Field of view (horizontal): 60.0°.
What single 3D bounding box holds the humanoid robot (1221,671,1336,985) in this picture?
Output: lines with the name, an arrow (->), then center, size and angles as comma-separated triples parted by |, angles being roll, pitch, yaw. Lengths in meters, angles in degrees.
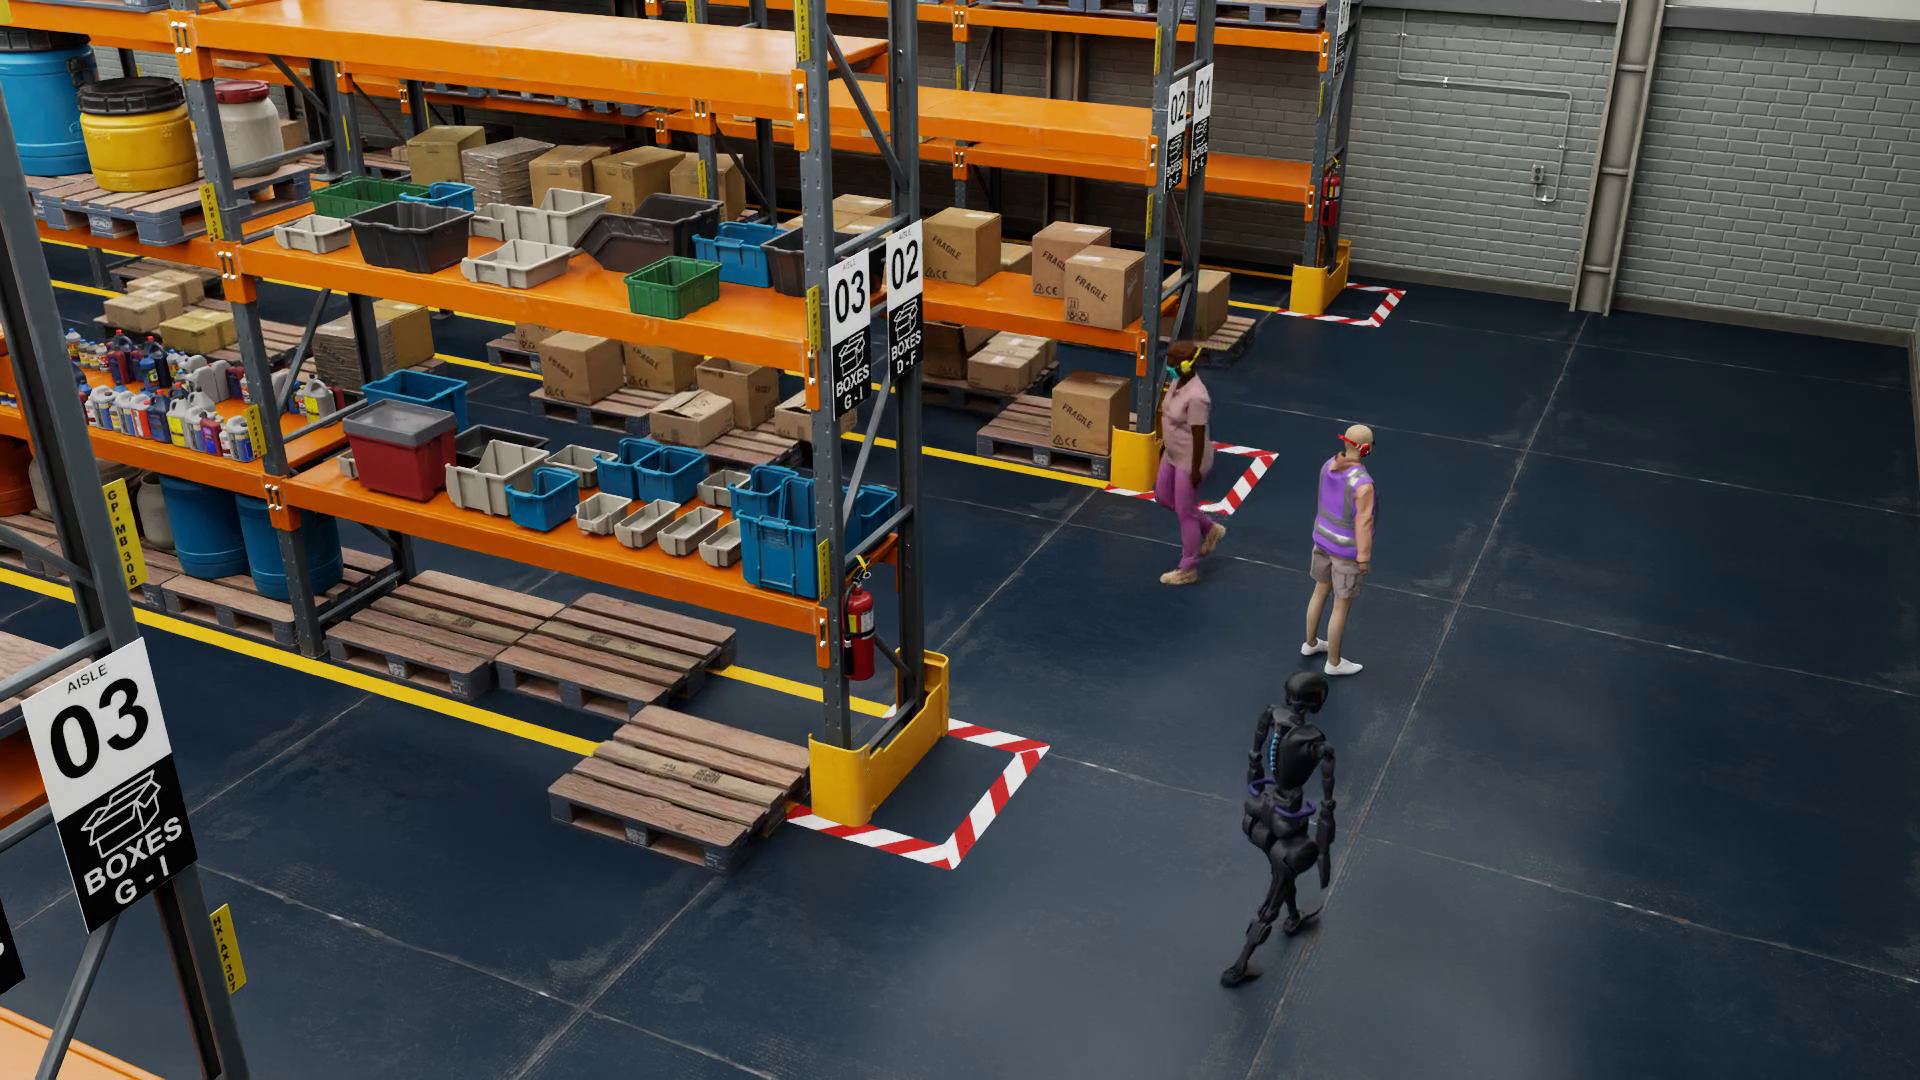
humanoid robot -> 1.585, 1.351, 8.022 | 0.771, 1.621, 0.609 | -16, 30, -28

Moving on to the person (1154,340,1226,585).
person -> 1.650, -0.571, 11.747 | 0.507, 1.773, 0.601 | -5, 27, -11

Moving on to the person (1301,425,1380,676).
person -> 2.425, 0.057, 10.590 | 0.348, 1.688, 0.492 | -11, 28, -21
